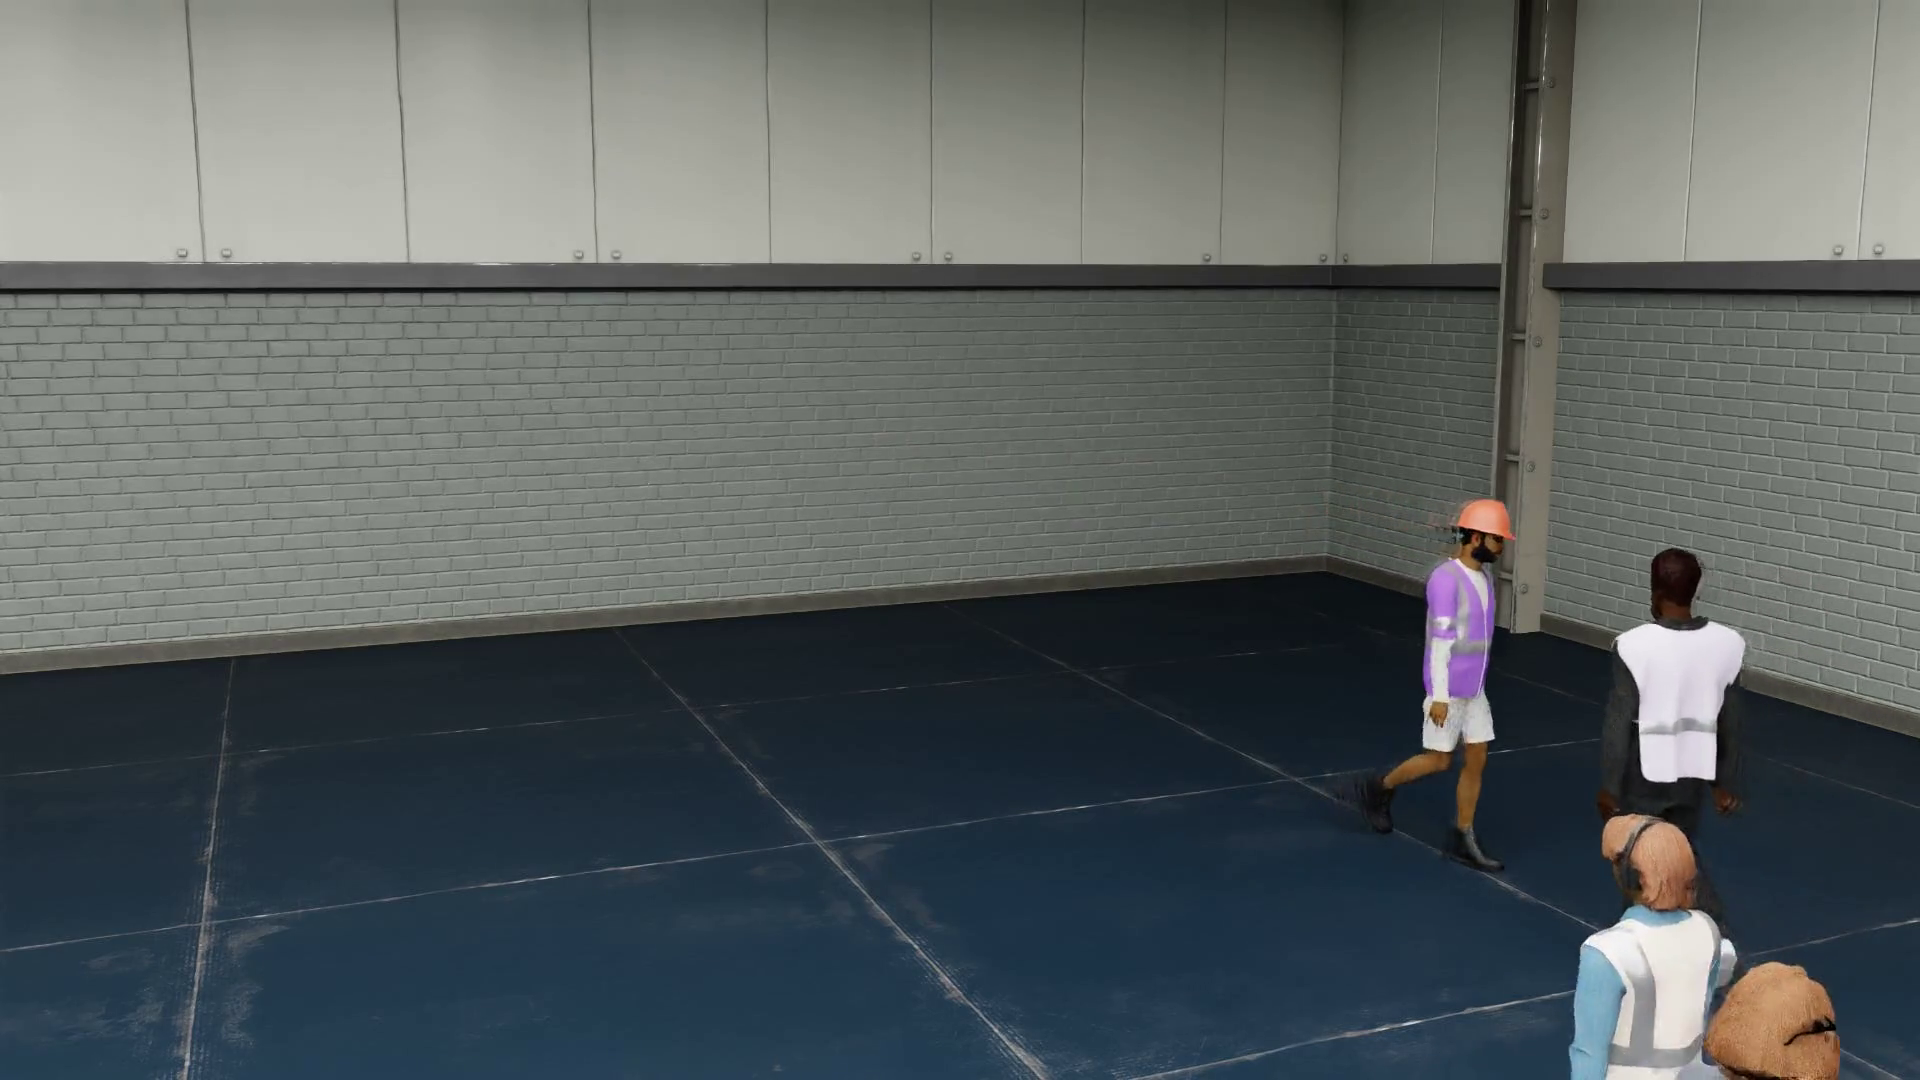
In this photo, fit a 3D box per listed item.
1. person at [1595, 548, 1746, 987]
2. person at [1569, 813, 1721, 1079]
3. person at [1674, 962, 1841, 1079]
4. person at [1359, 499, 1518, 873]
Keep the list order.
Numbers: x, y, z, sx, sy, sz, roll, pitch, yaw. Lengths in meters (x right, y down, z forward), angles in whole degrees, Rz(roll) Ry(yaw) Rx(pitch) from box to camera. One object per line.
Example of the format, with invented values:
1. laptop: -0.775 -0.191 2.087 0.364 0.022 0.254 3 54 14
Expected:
1. person: 2.984 0.985 6.977 0.594 1.906 0.544 -2 9 -13
2. person: 1.787 1.525 4.441 0.541 1.626 0.376 -5 10 -30
3. person: 1.617 1.680 3.547 0.795 1.601 0.501 -1 9 -9
4. person: 2.497 0.722 8.610 0.576 1.908 0.757 -8 12 -42
